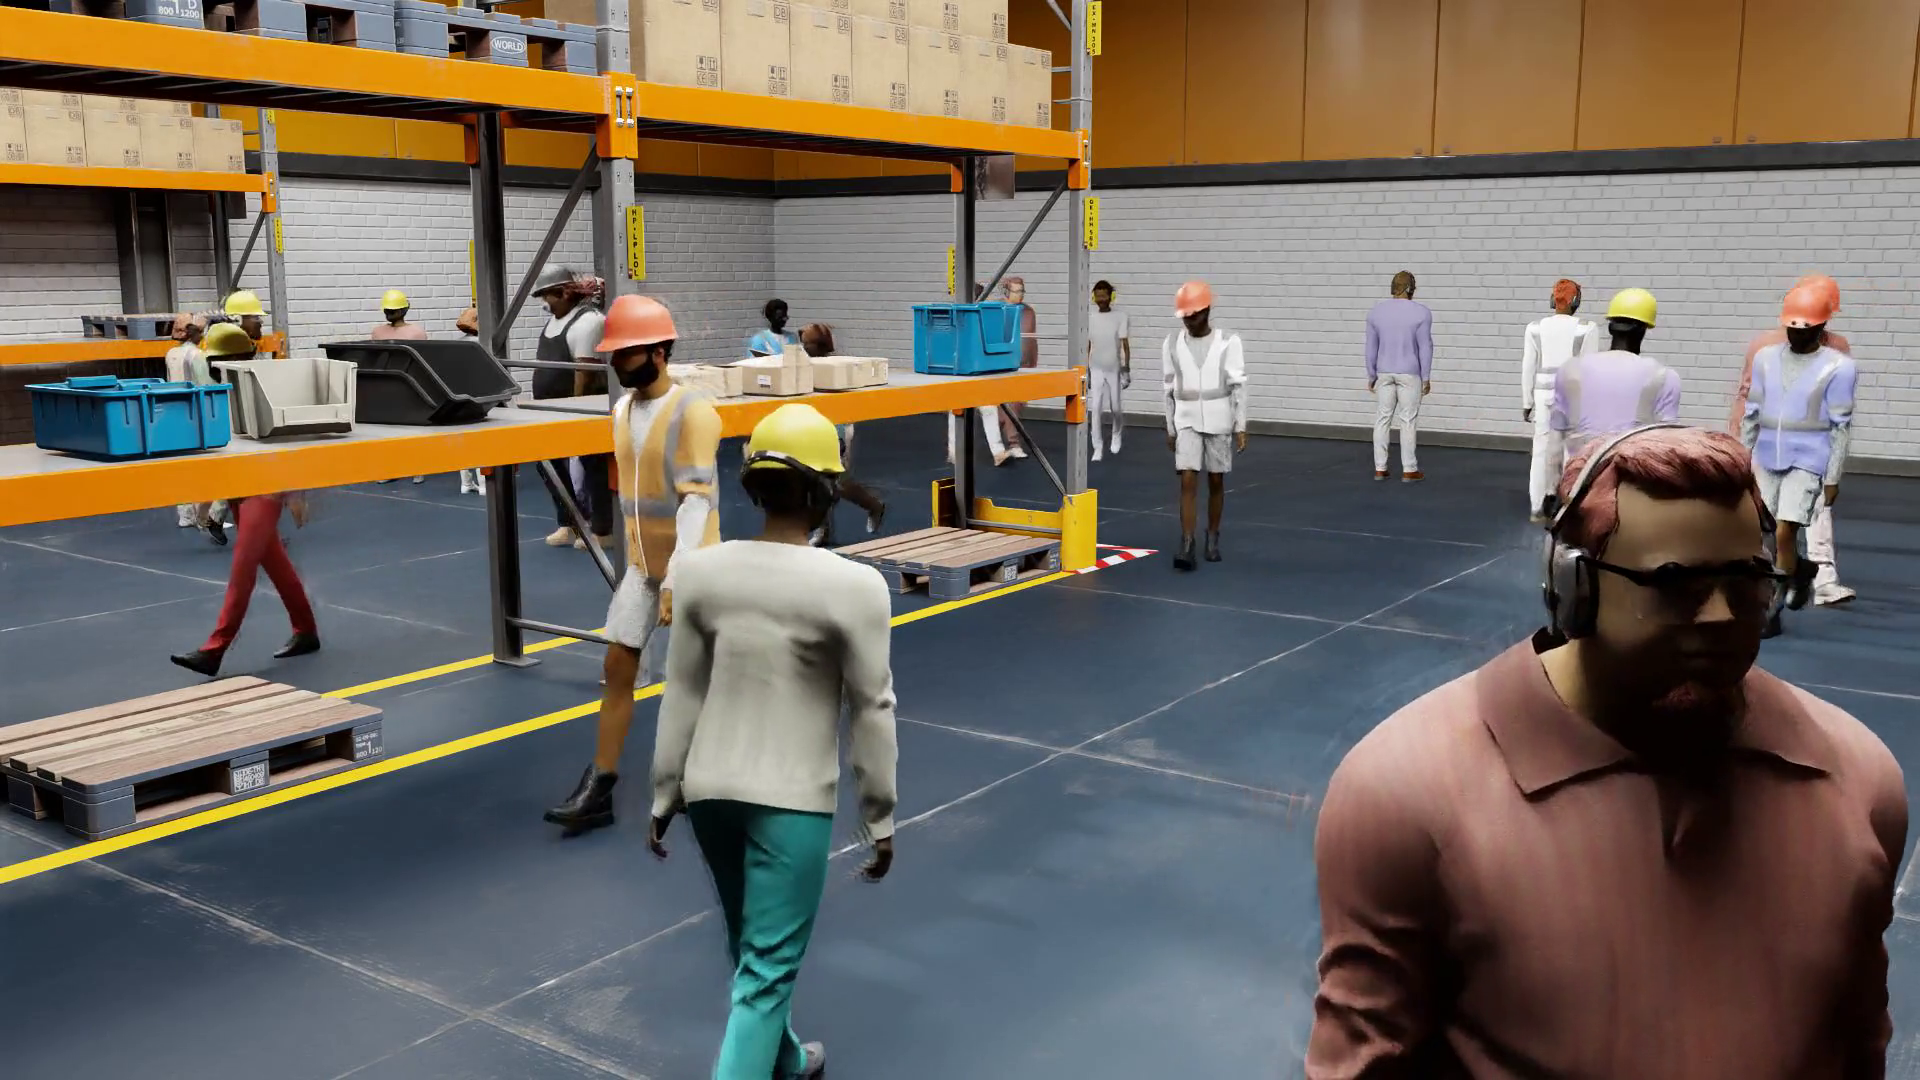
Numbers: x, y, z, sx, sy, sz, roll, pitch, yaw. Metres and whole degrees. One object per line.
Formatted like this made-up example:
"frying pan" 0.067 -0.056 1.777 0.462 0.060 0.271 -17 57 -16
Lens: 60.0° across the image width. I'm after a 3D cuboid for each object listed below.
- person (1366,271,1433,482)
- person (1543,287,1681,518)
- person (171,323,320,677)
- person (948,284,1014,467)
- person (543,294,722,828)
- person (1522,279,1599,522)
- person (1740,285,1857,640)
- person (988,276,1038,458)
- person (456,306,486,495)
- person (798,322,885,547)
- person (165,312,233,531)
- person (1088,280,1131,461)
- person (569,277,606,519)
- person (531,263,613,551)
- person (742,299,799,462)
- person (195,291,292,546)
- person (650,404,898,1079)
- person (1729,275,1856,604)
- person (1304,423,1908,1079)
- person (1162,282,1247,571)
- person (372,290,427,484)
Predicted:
"person" 4.029 -1.497 15.278 0.627 1.933 0.373 7 12 36
"person" 3.093 -0.255 7.980 0.608 1.896 0.698 5 11 27
"person" -3.562 -0.202 8.194 0.538 1.709 0.933 6 11 32
"person" 0.161 -1.602 16.330 0.654 1.794 0.981 -6 11 -30
"person" -1.103 0.099 5.871 0.556 1.894 0.892 7 12 37
"person" 4.623 -1.060 12.813 0.573 1.886 0.356 7 12 36
"person" 4.524 -0.422 8.977 0.701 1.897 0.611 -7 12 -34
"person" 0.500 -1.806 17.292 0.655 1.877 0.764 -7 12 -35
"person" -4.196 -1.204 14.419 0.498 1.633 0.282 7 12 36
"person" -0.852 -0.743 11.749 0.584 1.607 0.507 -8 13 -40
"person" -5.767 -0.887 12.516 0.513 1.639 0.313 7 12 36
"person" 1.516 -1.748 17.069 0.518 1.840 0.806 2 10 10
"person" -2.827 -1.083 12.913 0.637 1.901 0.403 7 12 36
"person" -2.710 -0.935 11.605 0.551 2.000 0.701 -9 13 -44
"person" -1.770 -1.427 15.632 0.540 1.680 0.665 -8 13 -41
"person" -5.025 -0.825 11.608 0.499 1.817 0.618 -2 10 -10
"person" -0.400 0.567 3.671 0.544 1.708 0.762 4 10 24
"person" 4.949 -0.592 9.875 0.715 1.920 1.014 0 10 1
"person" 0.698 0.784 1.903 0.658 1.872 0.936 0 10 -1
"person" 1.587 -0.738 10.915 0.575 1.868 0.978 2 10 12
"person" -5.082 -1.379 15.090 0.523 1.762 0.328 0 10 2
